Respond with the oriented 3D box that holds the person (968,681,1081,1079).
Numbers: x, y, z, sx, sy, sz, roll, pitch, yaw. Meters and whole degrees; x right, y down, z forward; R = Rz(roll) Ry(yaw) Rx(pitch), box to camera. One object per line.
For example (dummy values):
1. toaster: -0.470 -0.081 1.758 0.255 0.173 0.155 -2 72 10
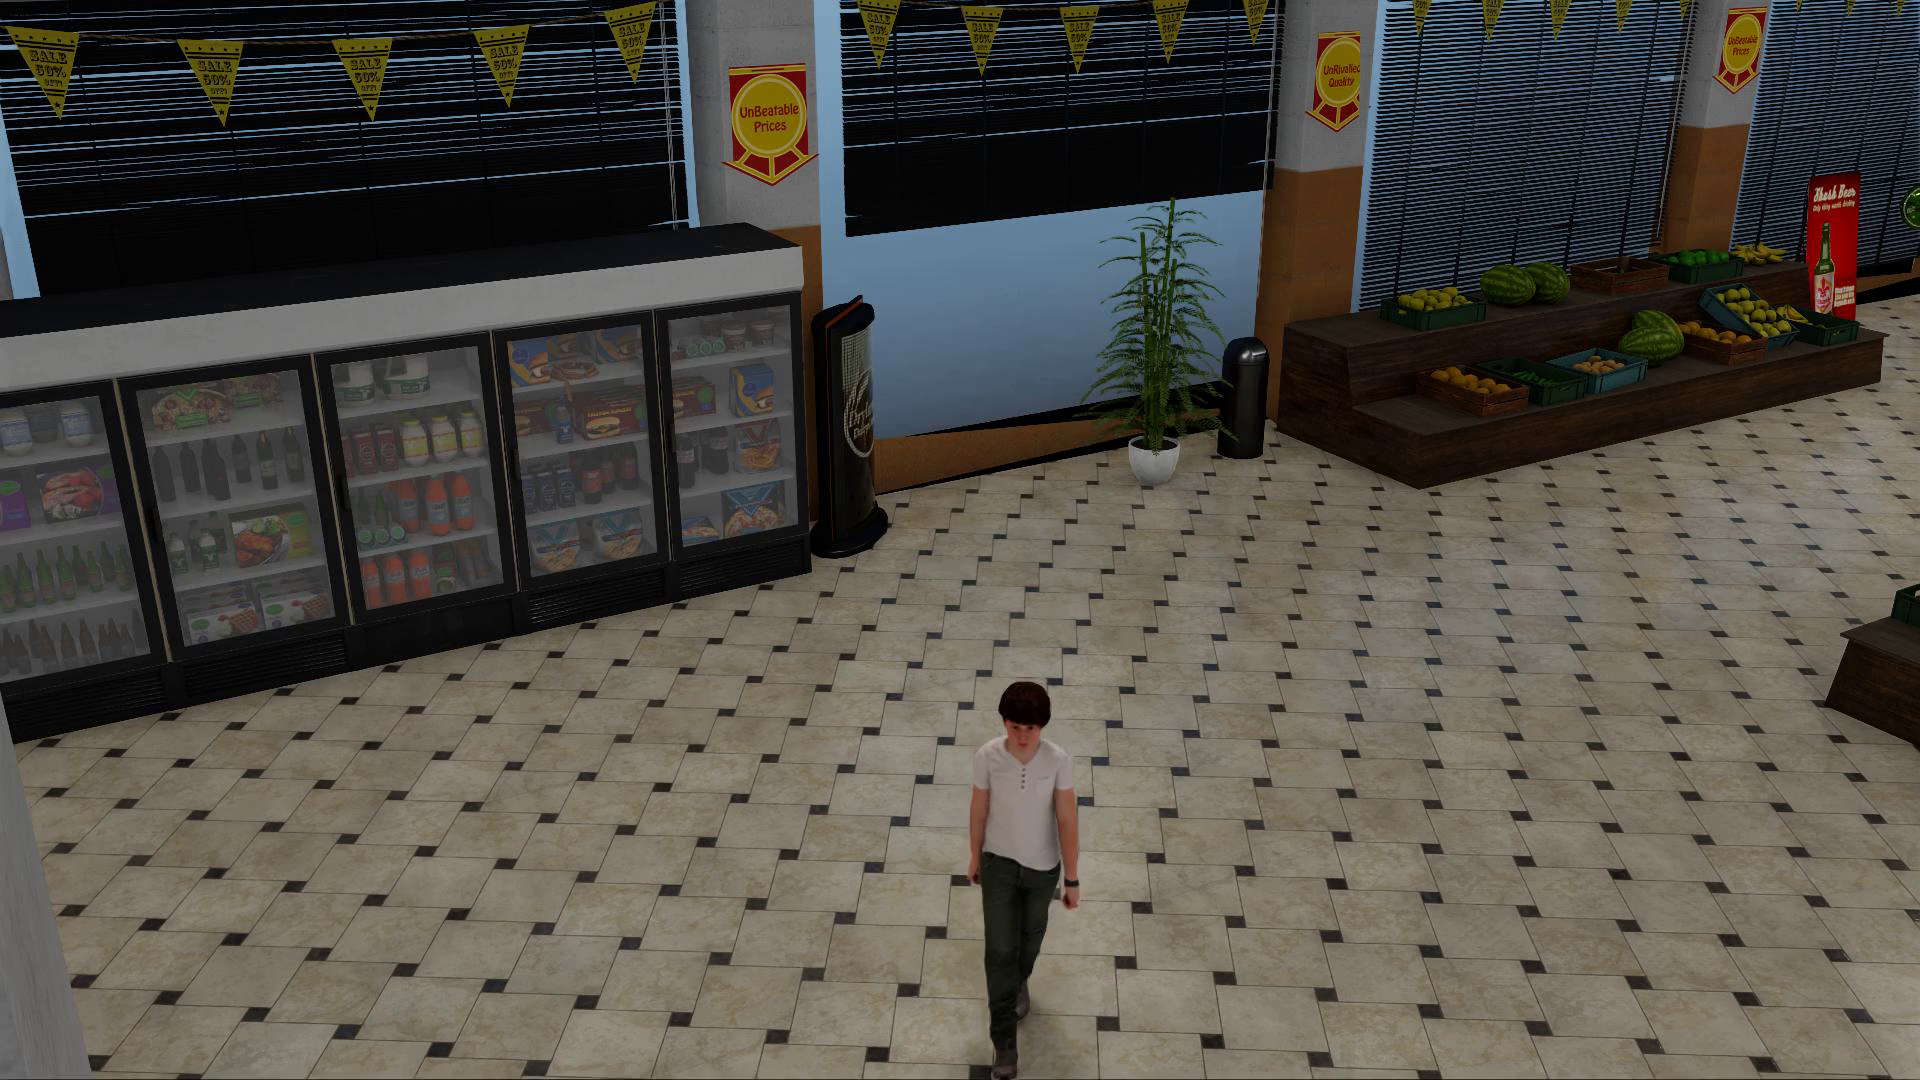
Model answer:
1. person: 0.254 1.288 6.803 1.083 1.624 1.003 0 22 1
